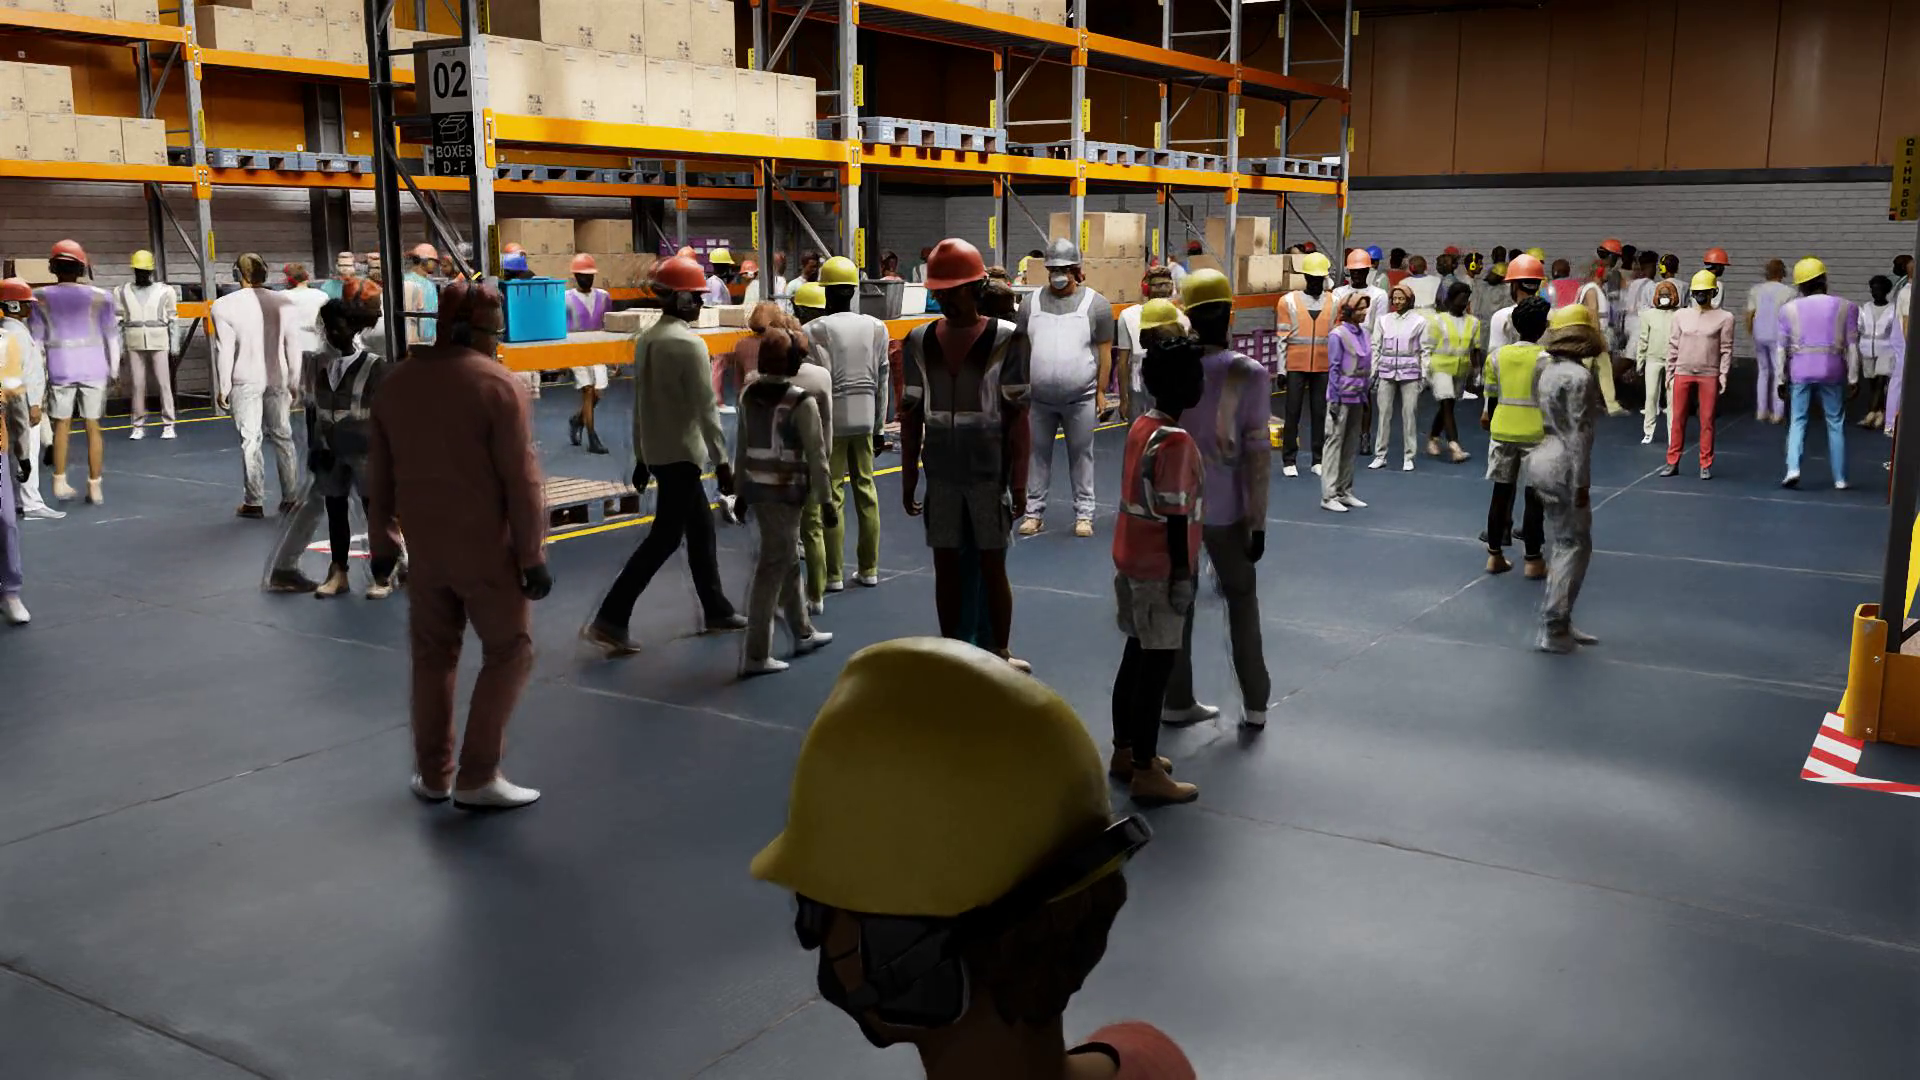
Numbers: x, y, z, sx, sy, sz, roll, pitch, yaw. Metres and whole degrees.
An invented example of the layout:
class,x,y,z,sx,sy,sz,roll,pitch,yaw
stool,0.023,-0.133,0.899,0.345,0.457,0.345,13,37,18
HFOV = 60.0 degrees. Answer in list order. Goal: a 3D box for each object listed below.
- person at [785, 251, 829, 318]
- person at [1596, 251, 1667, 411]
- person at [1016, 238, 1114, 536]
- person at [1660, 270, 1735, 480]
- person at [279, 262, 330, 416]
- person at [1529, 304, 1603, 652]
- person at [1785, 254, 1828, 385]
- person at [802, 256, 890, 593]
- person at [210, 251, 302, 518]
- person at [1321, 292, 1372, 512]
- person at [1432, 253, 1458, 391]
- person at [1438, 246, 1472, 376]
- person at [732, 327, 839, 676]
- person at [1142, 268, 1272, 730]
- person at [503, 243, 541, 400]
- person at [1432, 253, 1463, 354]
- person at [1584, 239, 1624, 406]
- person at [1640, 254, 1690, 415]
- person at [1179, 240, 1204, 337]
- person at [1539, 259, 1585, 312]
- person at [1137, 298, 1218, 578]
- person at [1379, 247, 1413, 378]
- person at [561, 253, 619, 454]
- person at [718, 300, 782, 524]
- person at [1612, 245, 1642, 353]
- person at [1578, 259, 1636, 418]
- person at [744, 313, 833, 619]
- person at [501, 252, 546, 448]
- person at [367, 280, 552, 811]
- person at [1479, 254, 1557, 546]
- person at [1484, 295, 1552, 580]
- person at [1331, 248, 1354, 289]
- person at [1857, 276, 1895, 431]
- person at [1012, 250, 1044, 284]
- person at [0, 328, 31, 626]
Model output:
class,x,y,z,sx,sy,sz,roll,pitch,yaw
person,-1.651,-2.199,18.194,0.411,1.908,0.593,10,14,44
person,8.023,-2.451,19.621,1.057,1.905,0.632,1,10,5
person,0.686,-1.035,11.367,0.687,2.000,0.538,2,10,13
person,6.261,-1.396,14.126,0.522,1.769,0.311,7,12,33
person,-6.639,-1.897,16.827,0.609,1.807,0.838,-1,10,-3
person,3.021,-0.303,8.272,0.345,1.707,0.529,0,10,1
person,11.711,-3.026,23.015,0.403,1.825,0.597,0,10,2
person,-0.684,-0.659,9.597,0.587,1.927,0.369,-7,12,-34
person,-5.127,-1.129,12.167,0.359,1.938,0.635,10,14,43
person,2.912,-1.037,12.484,0.315,1.640,0.515,9,14,42
person,6.508,-2.923,22.372,0.345,1.845,0.508,4,11,21
person,7.424,-3.443,25.021,0.619,1.944,1.061,-3,11,-14
person,-0.774,-0.187,7.848,0.752,1.609,0.544,-9,14,-41
person,1.050,-0.154,6.869,0.589,1.910,0.532,7,12,33
person,-5.588,-2.766,21.110,0.402,1.985,0.613,4,11,19
person,6.844,-3.107,23.406,0.502,1.839,0.344,1,10,6
person,7.865,-2.644,20.298,0.383,2.036,0.605,-3,11,-17
person,8.188,-2.372,19.286,0.509,1.860,0.335,-1,10,-7
person,3.919,-3.971,27.720,0.604,2.015,0.430,5,11,24
person,7.276,-2.506,20.230,0.616,1.789,0.937,0,10,-2
person,1.271,-0.523,9.435,0.676,1.709,0.506,-9,14,-41
person,6.232,-3.249,23.985,0.640,1.930,0.810,-1,10,-6
person,-3.618,-1.803,16.006,0.550,1.910,0.849,-8,13,-38
person,-1.450,-0.909,11.874,0.512,1.604,0.737,5,11,25
person,10.015,-3.470,25.111,0.599,1.957,0.396,2,10,9
person,7.262,-2.270,18.879,0.798,1.808,0.595,7,13,35
person,-0.918,-0.392,8.922,0.500,1.636,0.284,-5,11,-27
person,-4.279,-1.761,15.758,0.638,1.914,0.844,5,11,27
person,-1.773,0.032,5.898,0.760,1.887,0.392,5,11,24
person,3.720,-0.925,11.084,0.546,1.930,0.390,-4,11,-20
person,3.378,-0.608,9.954,0.318,1.697,0.533,-8,13,-38
person,6.656,-4.100,28.774,0.572,1.887,0.355,-5,11,-26
person,9.836,-2.000,17.807,0.912,1.643,0.558,-8,13,-39
person,0.916,-2.588,20.360,0.586,1.908,0.411,-2,10,-9
person,-5.138,-0.470,8.587,0.612,1.913,0.477,-5,12,-28
